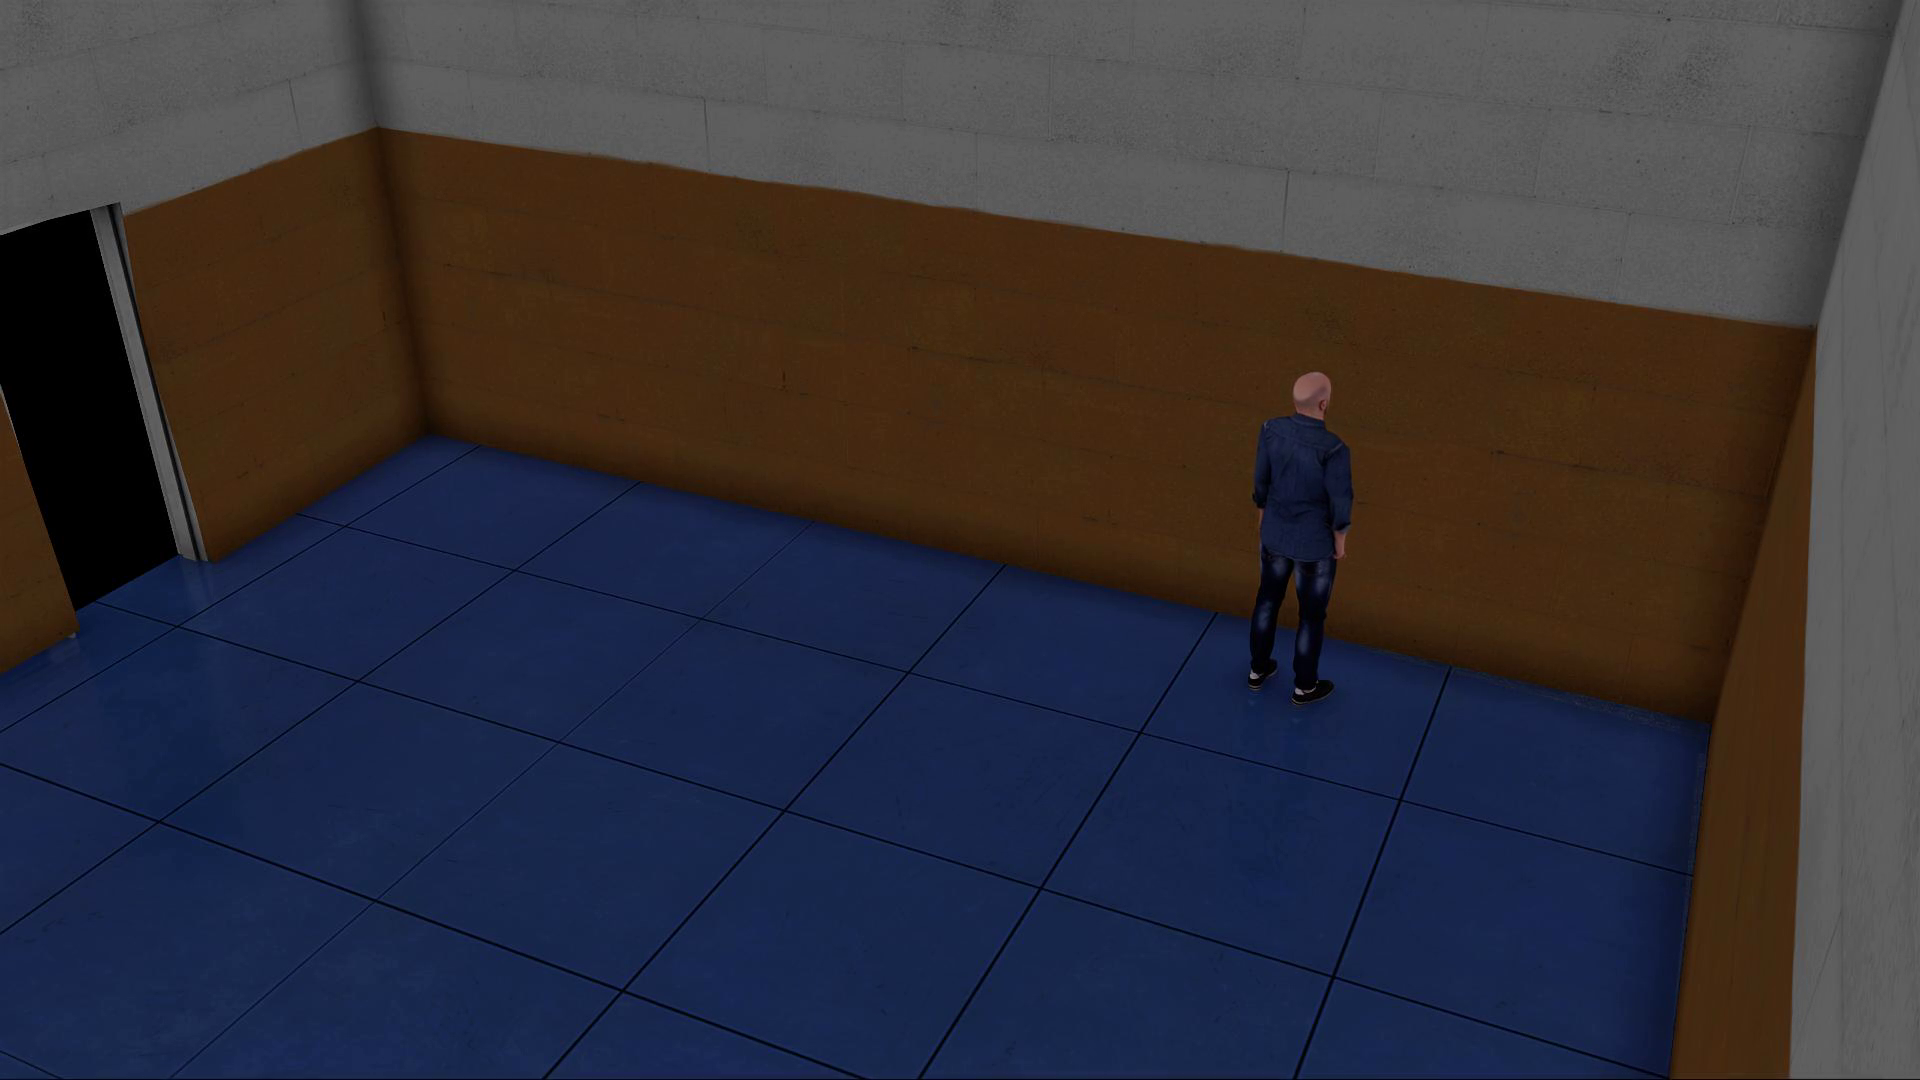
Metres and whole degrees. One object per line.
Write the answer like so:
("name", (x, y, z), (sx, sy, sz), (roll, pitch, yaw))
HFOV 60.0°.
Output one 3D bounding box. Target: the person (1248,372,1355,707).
("person", (1.732, -0.005, 8.484), (0.627, 1.826, 0.828), (22, 36, 35))
